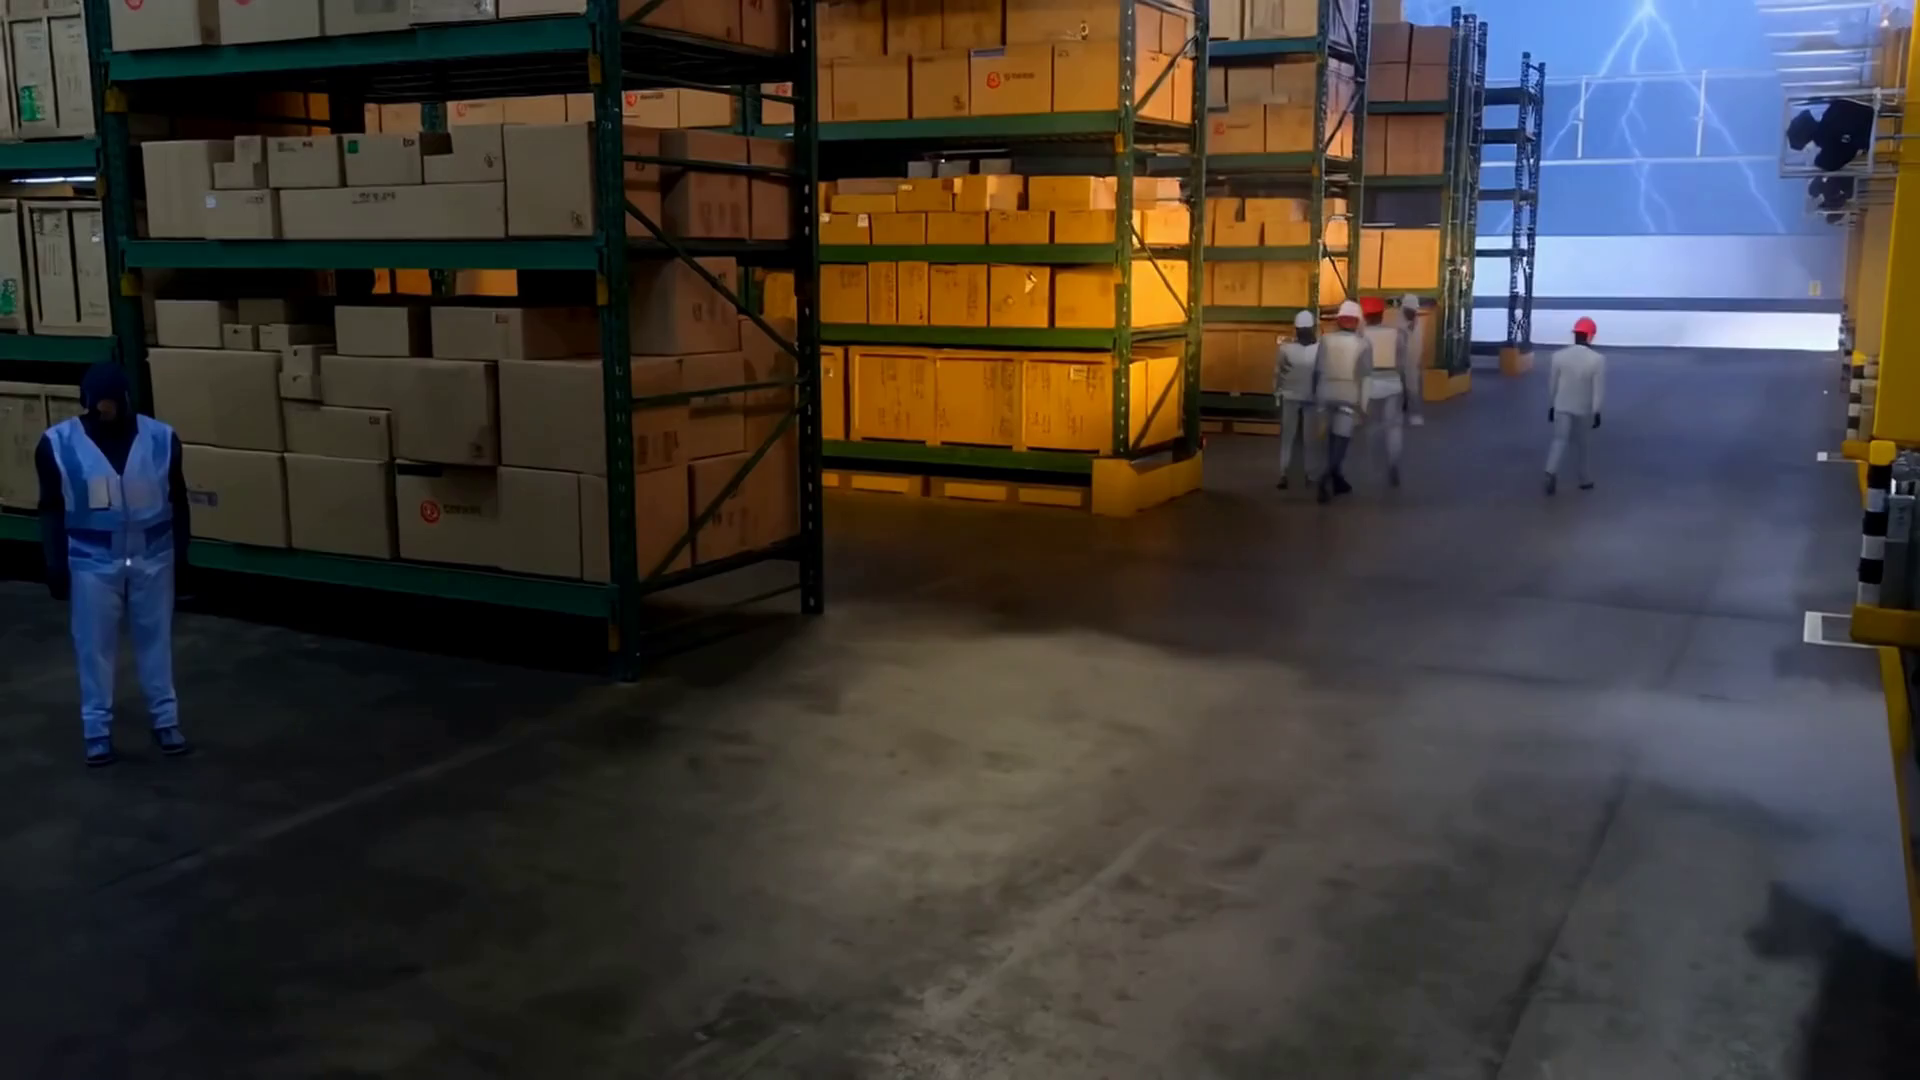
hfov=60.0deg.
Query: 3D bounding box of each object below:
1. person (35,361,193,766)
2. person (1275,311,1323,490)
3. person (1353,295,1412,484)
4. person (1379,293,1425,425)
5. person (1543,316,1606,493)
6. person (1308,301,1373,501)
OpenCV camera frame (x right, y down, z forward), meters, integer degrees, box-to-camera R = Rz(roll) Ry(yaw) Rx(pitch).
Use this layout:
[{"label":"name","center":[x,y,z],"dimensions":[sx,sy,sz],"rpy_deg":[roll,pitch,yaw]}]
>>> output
[{"label":"person","center":[-3.869,0.101,7.665],"dimensions":[0.633,1.843,0.429],"rpy_deg":[-7,12,-36]},{"label":"person","center":[3.366,-1.370,16.414],"dimensions":[0.522,1.765,0.317],"rpy_deg":[3,10,15]},{"label":"person","center":[4.214,-1.489,16.649],"dimensions":[0.626,1.915,0.706],"rpy_deg":[0,10,2]},{"label":"person","center":[6.065,-2.480,22.752],"dimensions":[0.602,1.797,0.814],"rpy_deg":[-4,10,-20]},{"label":"person","center":[5.975,-1.314,16.198],"dimensions":[0.568,1.721,0.809],"rpy_deg":[9,13,43]},{"label":"person","center":[3.579,-1.321,15.800],"dimensions":[0.591,1.891,0.889],"rpy_deg":[7,12,33]}]
